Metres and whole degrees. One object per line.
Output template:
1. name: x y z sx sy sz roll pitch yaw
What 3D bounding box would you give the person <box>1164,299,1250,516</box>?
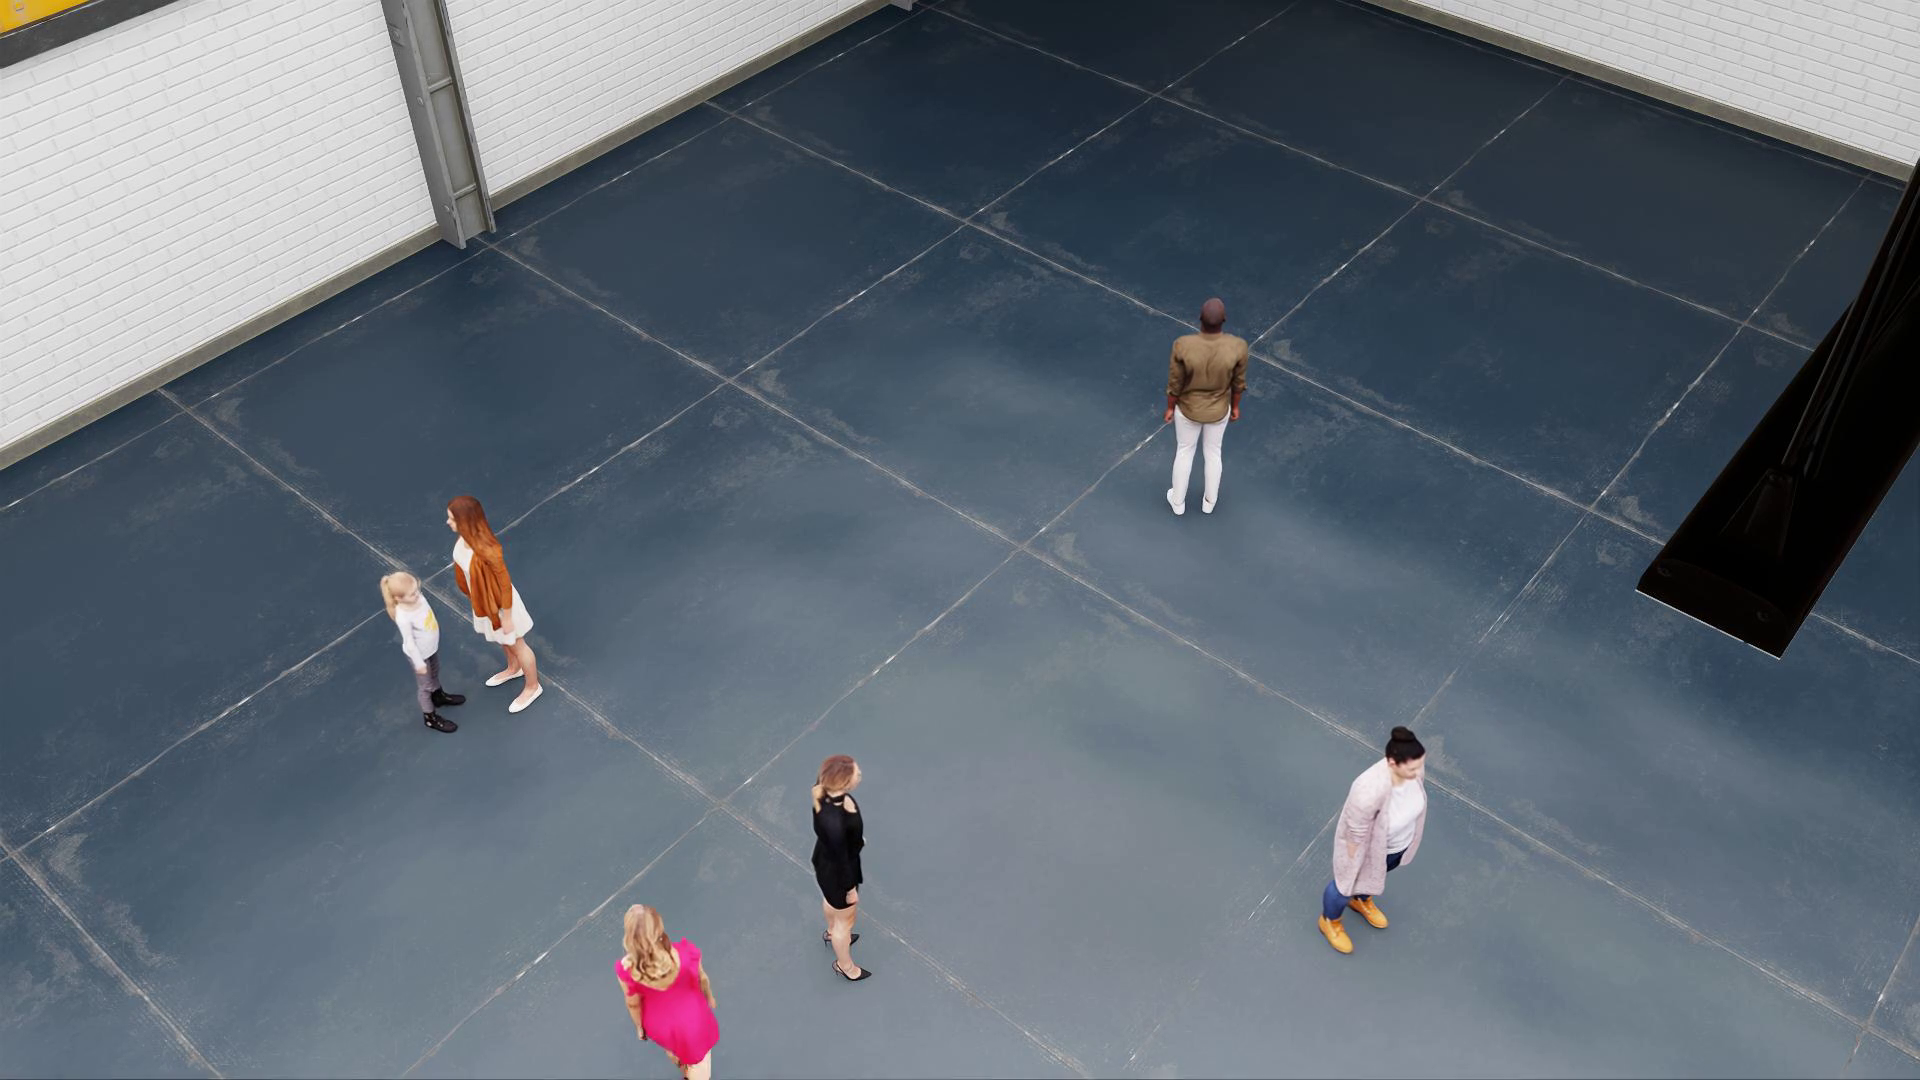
1. person: 1.703 -0.917 11.640 0.795 1.825 0.829 0 44 0

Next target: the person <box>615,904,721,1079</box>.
1. person: -1.406 2.431 8.215 0.924 1.702 0.971 -4 44 -5

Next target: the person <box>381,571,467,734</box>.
1. person: -3.367 0.670 10.371 0.634 1.278 0.564 0 44 0

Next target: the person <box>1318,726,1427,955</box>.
1. person: 2.255 1.599 9.060 0.638 1.742 0.800 -28 50 -26

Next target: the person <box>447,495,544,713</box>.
1. person: -2.898 0.359 10.375 0.617 1.722 0.659 -30 51 -28

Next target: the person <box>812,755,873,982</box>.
1. person: -0.638 1.739 8.894 0.686 1.768 0.661 -11 45 -11
